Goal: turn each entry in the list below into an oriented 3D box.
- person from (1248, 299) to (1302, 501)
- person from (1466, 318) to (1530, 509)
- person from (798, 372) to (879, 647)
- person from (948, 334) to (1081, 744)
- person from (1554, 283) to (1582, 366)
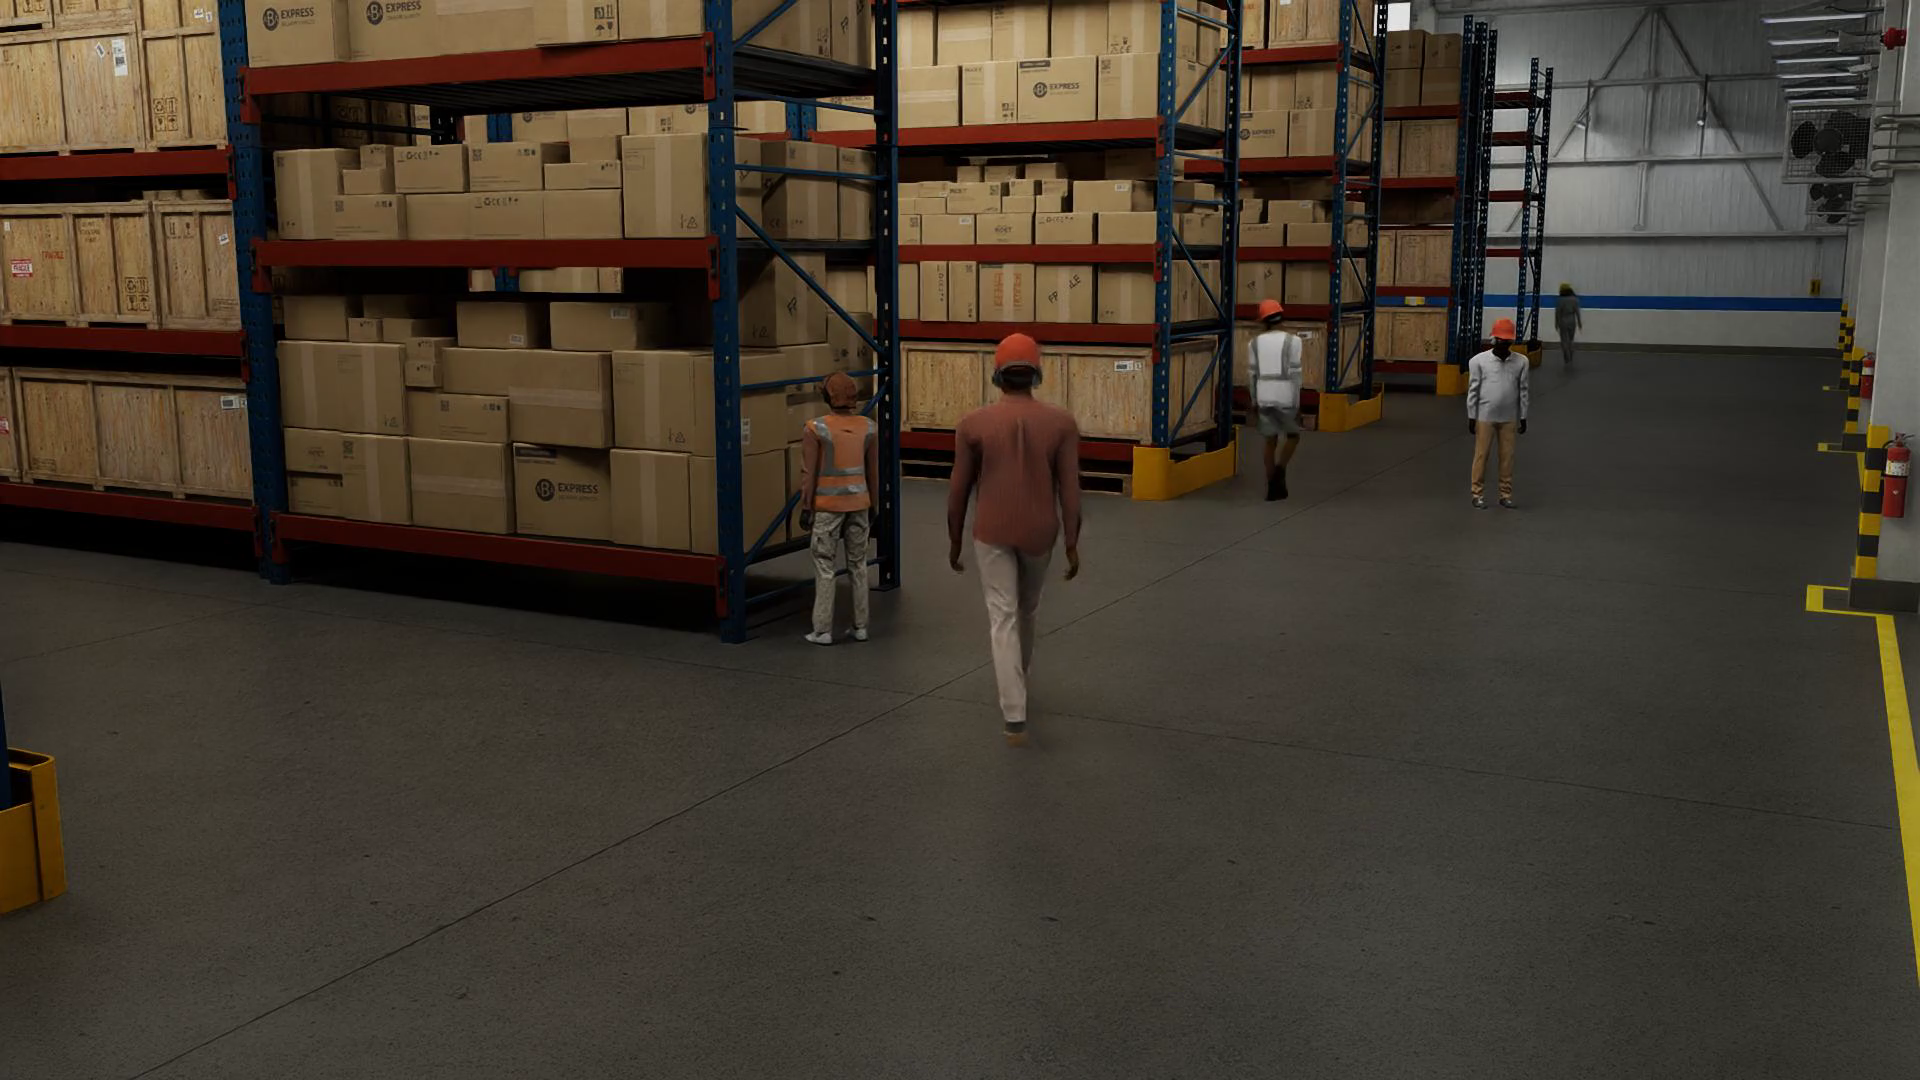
[{"bbox_3d":[2.984,-1.318,15.710,0.558,1.905,0.419,7,12,36],"label":"person"},{"bbox_3d":[4.911,-1.147,15.173,0.566,1.744,0.350,0,10,0],"label":"person"},{"bbox_3d":[-0.709,-0.182,9.918,0.526,1.630,0.313,-6,12,-32],"label":"person"},{"bbox_3d":[0.255,-0.036,8.181,0.637,1.940,1.014,-1,10,-7],"label":"person"},{"bbox_3d":[12.618,-4.483,34.621,0.550,1.688,0.774,0,10,2],"label":"person"}]
